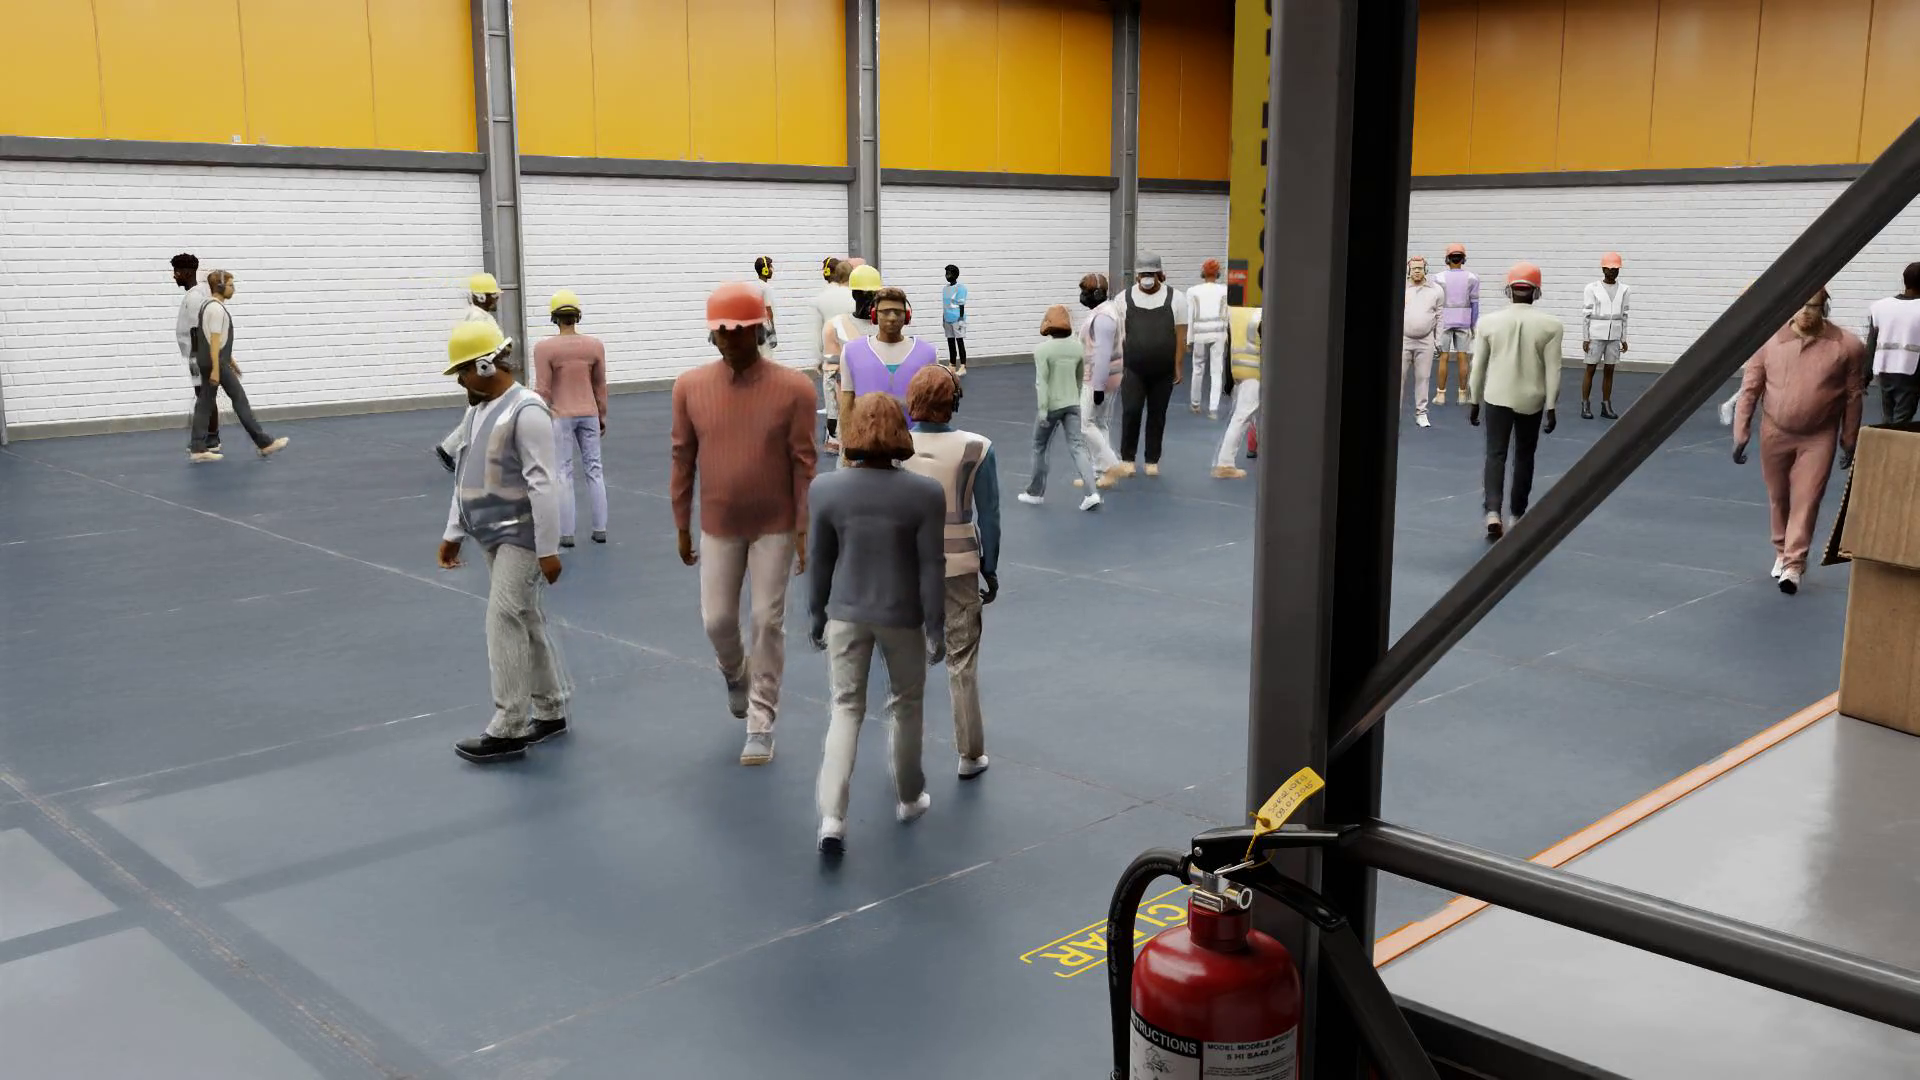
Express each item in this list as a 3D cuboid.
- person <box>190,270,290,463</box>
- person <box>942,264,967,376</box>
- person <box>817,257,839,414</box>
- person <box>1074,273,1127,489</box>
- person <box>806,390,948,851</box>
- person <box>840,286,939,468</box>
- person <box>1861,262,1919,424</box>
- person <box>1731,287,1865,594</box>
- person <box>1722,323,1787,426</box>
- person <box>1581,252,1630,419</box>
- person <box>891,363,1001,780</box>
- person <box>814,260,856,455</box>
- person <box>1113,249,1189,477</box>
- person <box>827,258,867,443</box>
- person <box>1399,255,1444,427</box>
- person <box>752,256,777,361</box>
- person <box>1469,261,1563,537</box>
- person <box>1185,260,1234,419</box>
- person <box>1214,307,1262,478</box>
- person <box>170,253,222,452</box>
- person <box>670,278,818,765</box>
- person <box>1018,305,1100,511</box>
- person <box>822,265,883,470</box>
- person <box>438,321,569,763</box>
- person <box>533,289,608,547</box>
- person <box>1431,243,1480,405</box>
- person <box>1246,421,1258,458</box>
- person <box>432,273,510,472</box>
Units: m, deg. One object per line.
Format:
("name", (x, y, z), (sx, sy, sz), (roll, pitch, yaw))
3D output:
("person", (-6.903, -1.644, 15.770), (0.943, 1.796, 0.503), (-8, 13, -37))
("person", (-0.095, -3.341, 25.321), (0.319, 1.692, 0.534), (-8, 13, -37))
("person", (-1.528, -2.436, 19.920), (0.314, 1.860, 0.536), (5, 12, 27))
("person", (1.140, -1.314, 13.917), (0.442, 1.824, 0.663), (1, 10, 6))
("person", (-0.295, 0.277, 5.824), (0.511, 1.618, 0.674), (2, 11, 11))
("person", (-0.401, -0.515, 9.476), (0.567, 1.848, 0.389), (-2, 11, -10))
("person", (8.052, -1.399, 14.152), (0.565, 1.894, 0.632), (-7, 13, -35))
("person", (5.050, -0.627, 10.073), (0.672, 1.849, 1.010), (7, 13, 34))
("person", (8.757, -2.040, 18.131), (0.711, 1.715, 0.488), (-2, 11, -12))
("person", (7.511, -2.371, 19.350), (0.542, 1.939, 0.365), (0, 10, -2))
("person", (-0.101, 0.132, 6.520), (0.523, 1.638, 0.311), (1, 10, 4))
("person", (-1.130, -1.792, 16.359), (0.642, 1.893, 1.011), (6, 12, 31))
("person", (1.675, -1.563, 14.669), (0.685, 2.000, 0.611), (1, 10, 3))
("person", (-1.079, -1.923, 17.023), (0.677, 1.895, 0.557), (-2, 11, -11))
("person", (5.062, -2.208, 18.548), (0.655, 1.906, 0.407), (1, 10, 6))
("person", (-2.415, -2.571, 20.629), (0.328, 1.872, 0.513), (-7, 13, -34))
("person", (3.942, -1.002, 11.849), (0.622, 1.956, 0.981), (4, 11, 22))
("person", (2.948, -2.379, 19.684), (0.601, 1.831, 0.954), (1, 10, 7))
("person", (2.668, -1.438, 14.707), (1.006, 1.777, 0.657), (-4, 11, -21))
("person", (-7.571, -1.857, 16.501), (0.371, 1.959, 0.602), (-4, 11, -21))
("person", (-0.875, -0.088, 6.844), (0.620, 1.969, 0.644), (0, 10, 3))
("person", (0.795, -1.033, 12.981), (0.497, 1.592, 0.823), (-6, 12, -30))
("person", (-0.655, -0.911, 11.413), (0.587, 1.930, 0.359), (-6, 12, -29))
("person", (-1.928, -0.001, 6.872), (0.614, 1.781, 0.637), (-8, 13, -36))
("person", (-2.681, -0.835, 11.453), (0.532, 1.765, 0.328), (-8, 13, -37))
("person", (6.209, -2.713, 20.958), (0.605, 2.035, 0.385), (1, 10, 6))
("person", (2.935, -1.633, 15.816), (0.319, 1.763, 0.522), (-6, 12, -29))
("person", (-4.301, -1.483, 14.886), (0.823, 1.804, 0.602), (-2, 11, -11))
